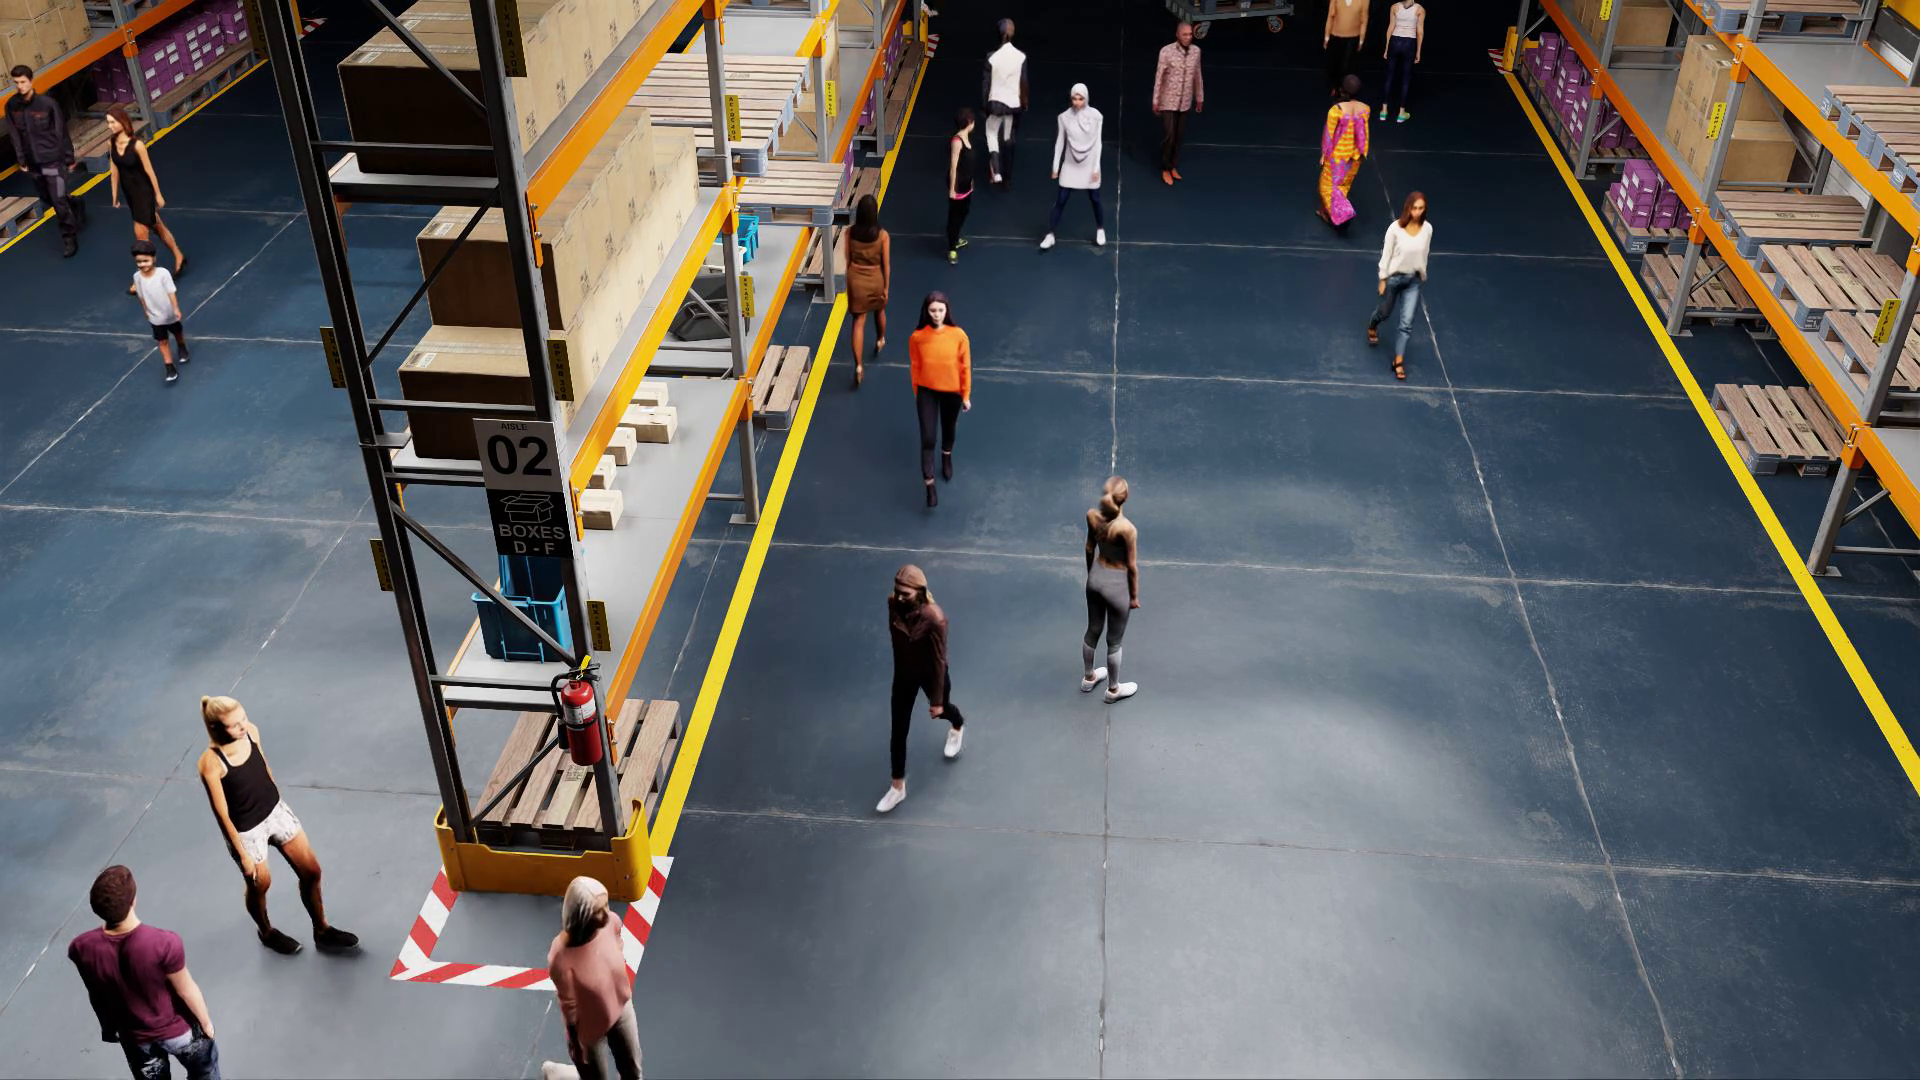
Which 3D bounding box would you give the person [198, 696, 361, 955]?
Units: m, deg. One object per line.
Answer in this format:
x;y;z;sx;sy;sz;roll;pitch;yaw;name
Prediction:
-3.855;1.514;8.932;0.824;1.824;0.838;11;35;16;person

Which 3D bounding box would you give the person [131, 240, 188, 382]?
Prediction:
-7.147;-2.109;14.919;0.704;1.230;0.940;-9;35;-13;person

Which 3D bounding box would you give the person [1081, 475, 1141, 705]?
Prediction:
0.969;0.312;10.852;0.662;1.700;0.710;28;43;36;person

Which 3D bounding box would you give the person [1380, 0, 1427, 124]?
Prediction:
5.398;-5.979;20.316;0.669;1.701;0.641;14;36;21;person

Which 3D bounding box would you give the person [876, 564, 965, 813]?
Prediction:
-0.177;0.804;10.152;0.984;1.657;1.223;20;38;27;person

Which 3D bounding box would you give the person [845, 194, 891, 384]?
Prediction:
-0.840;-2.178;14.651;0.562;1.641;1.063;3;34;5;person

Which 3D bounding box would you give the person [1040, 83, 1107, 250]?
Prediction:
1.193;-3.808;17.017;0.834;1.738;0.740;4;34;6;person

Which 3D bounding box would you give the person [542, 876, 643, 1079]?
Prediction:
-1.788;2.248;7.934;0.916;1.706;0.962;19;38;26;person

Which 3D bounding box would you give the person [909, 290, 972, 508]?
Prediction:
-0.152;-1.188;13.098;0.709;1.714;1.097;-1;34;-2;person

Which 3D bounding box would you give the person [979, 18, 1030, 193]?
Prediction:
0.510;-4.726;18.273;0.768;1.877;0.715;-4;34;-6;person

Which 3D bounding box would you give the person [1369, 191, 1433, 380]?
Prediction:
3.916;-2.342;14.886;0.702;1.655;1.065;-2;34;-3;person

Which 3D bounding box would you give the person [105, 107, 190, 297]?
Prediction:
-7.944;-3.349;16.276;0.792;1.793;1.172;11;35;16;person

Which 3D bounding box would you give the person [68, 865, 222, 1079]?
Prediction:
-3.772;2.297;7.747;0.800;1.832;1.057;-3;34;-5;person

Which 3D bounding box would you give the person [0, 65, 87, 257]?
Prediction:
-9.340;-3.935;17.054;0.734;1.909;1.124;0;34;0;person

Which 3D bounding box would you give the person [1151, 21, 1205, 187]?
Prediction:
2.392;-4.948;18.685;0.853;1.791;0.868;-12;35;-18;person

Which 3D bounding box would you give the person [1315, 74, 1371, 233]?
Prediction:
4.015;-4.046;17.432;0.928;1.674;1.098;-13;36;-19;person

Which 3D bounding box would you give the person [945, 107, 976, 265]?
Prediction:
-0.044;-3.591;16.890;0.822;1.517;0.534;17;37;24;person

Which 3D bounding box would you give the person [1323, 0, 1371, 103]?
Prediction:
4.776;-6.224;20.655;0.875;1.734;1.078;14;36;21;person
